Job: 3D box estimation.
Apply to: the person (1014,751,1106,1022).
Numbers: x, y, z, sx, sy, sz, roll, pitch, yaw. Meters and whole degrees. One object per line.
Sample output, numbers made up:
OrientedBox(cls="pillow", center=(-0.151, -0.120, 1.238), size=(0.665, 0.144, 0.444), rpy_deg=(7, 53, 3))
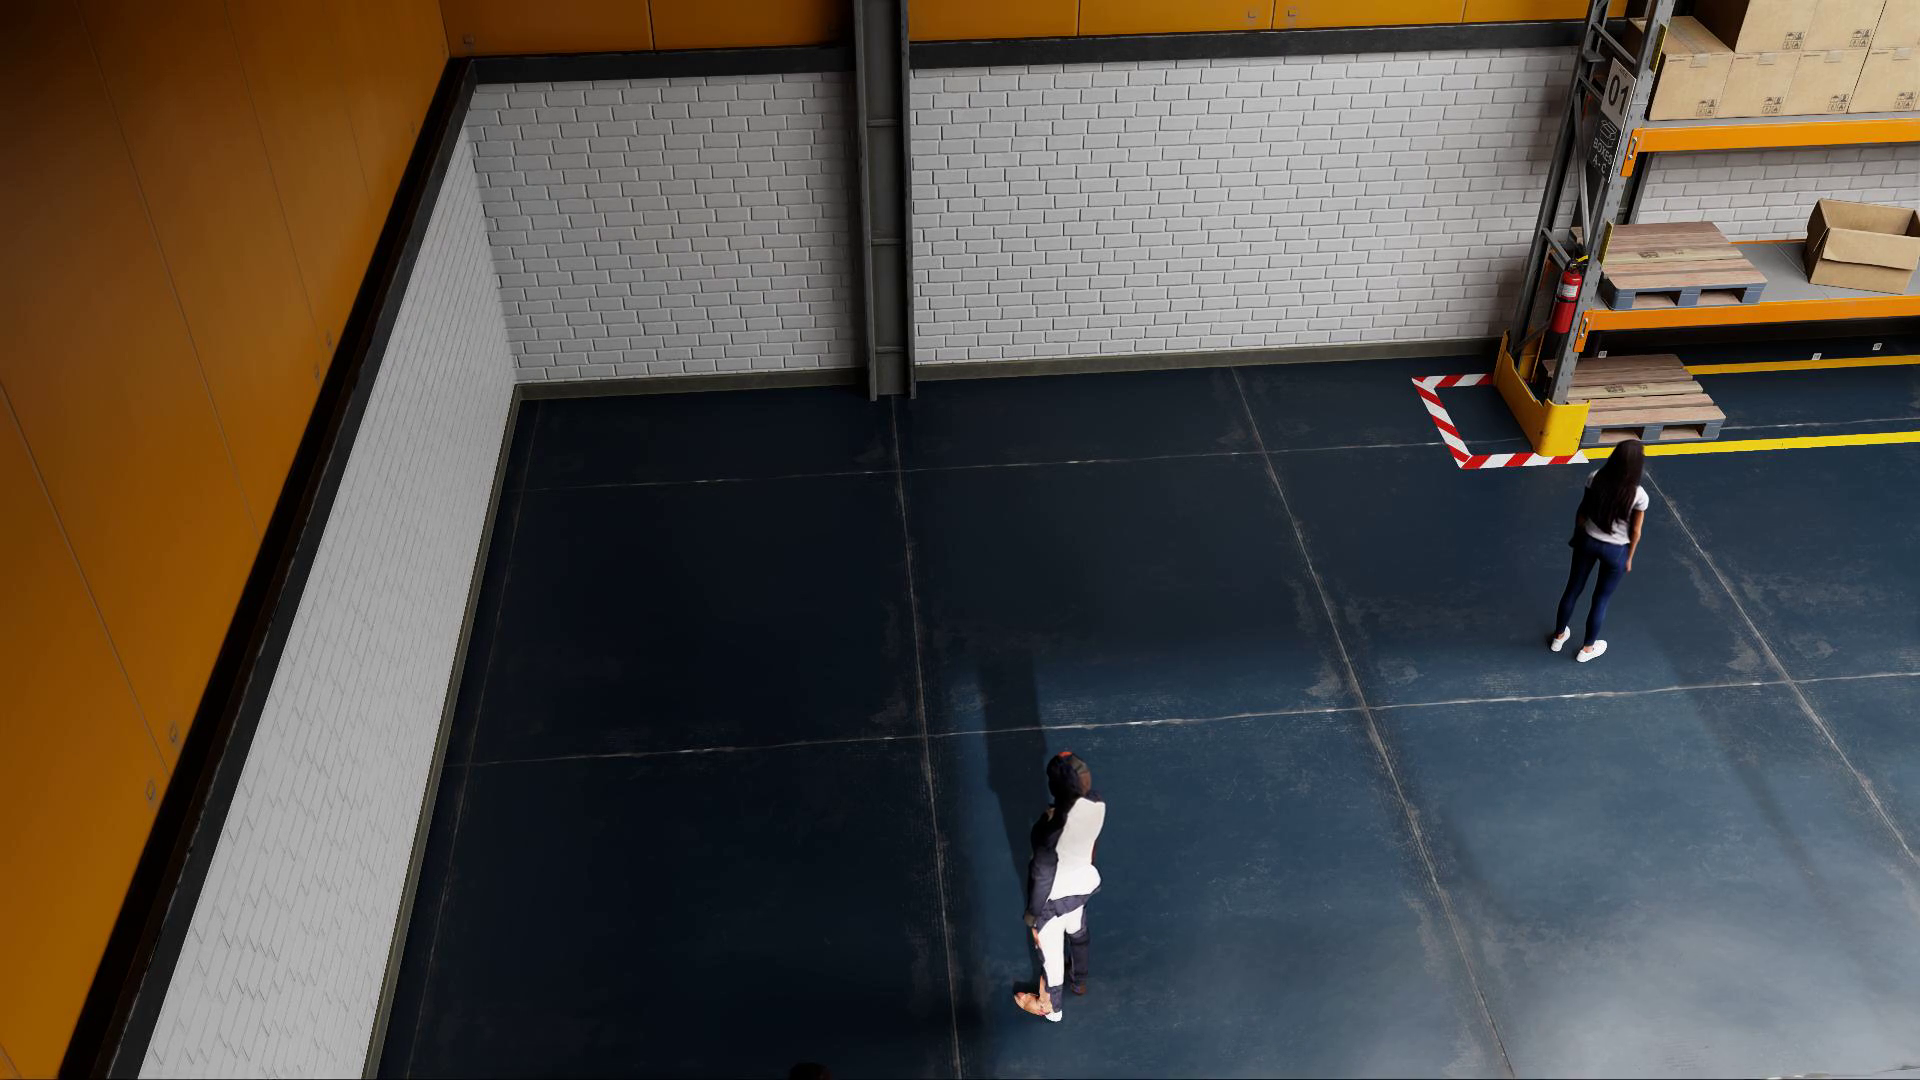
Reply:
OrientedBox(cls="person", center=(0.542, 1.856, 8.882), size=(0.834, 1.891, 0.762), rpy_deg=(30, 47, 32))

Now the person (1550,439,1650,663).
OrientedBox(cls="person", center=(4.322, 0.070, 11.211), size=(0.666, 1.775, 0.710), rpy_deg=(31, 48, 33))
